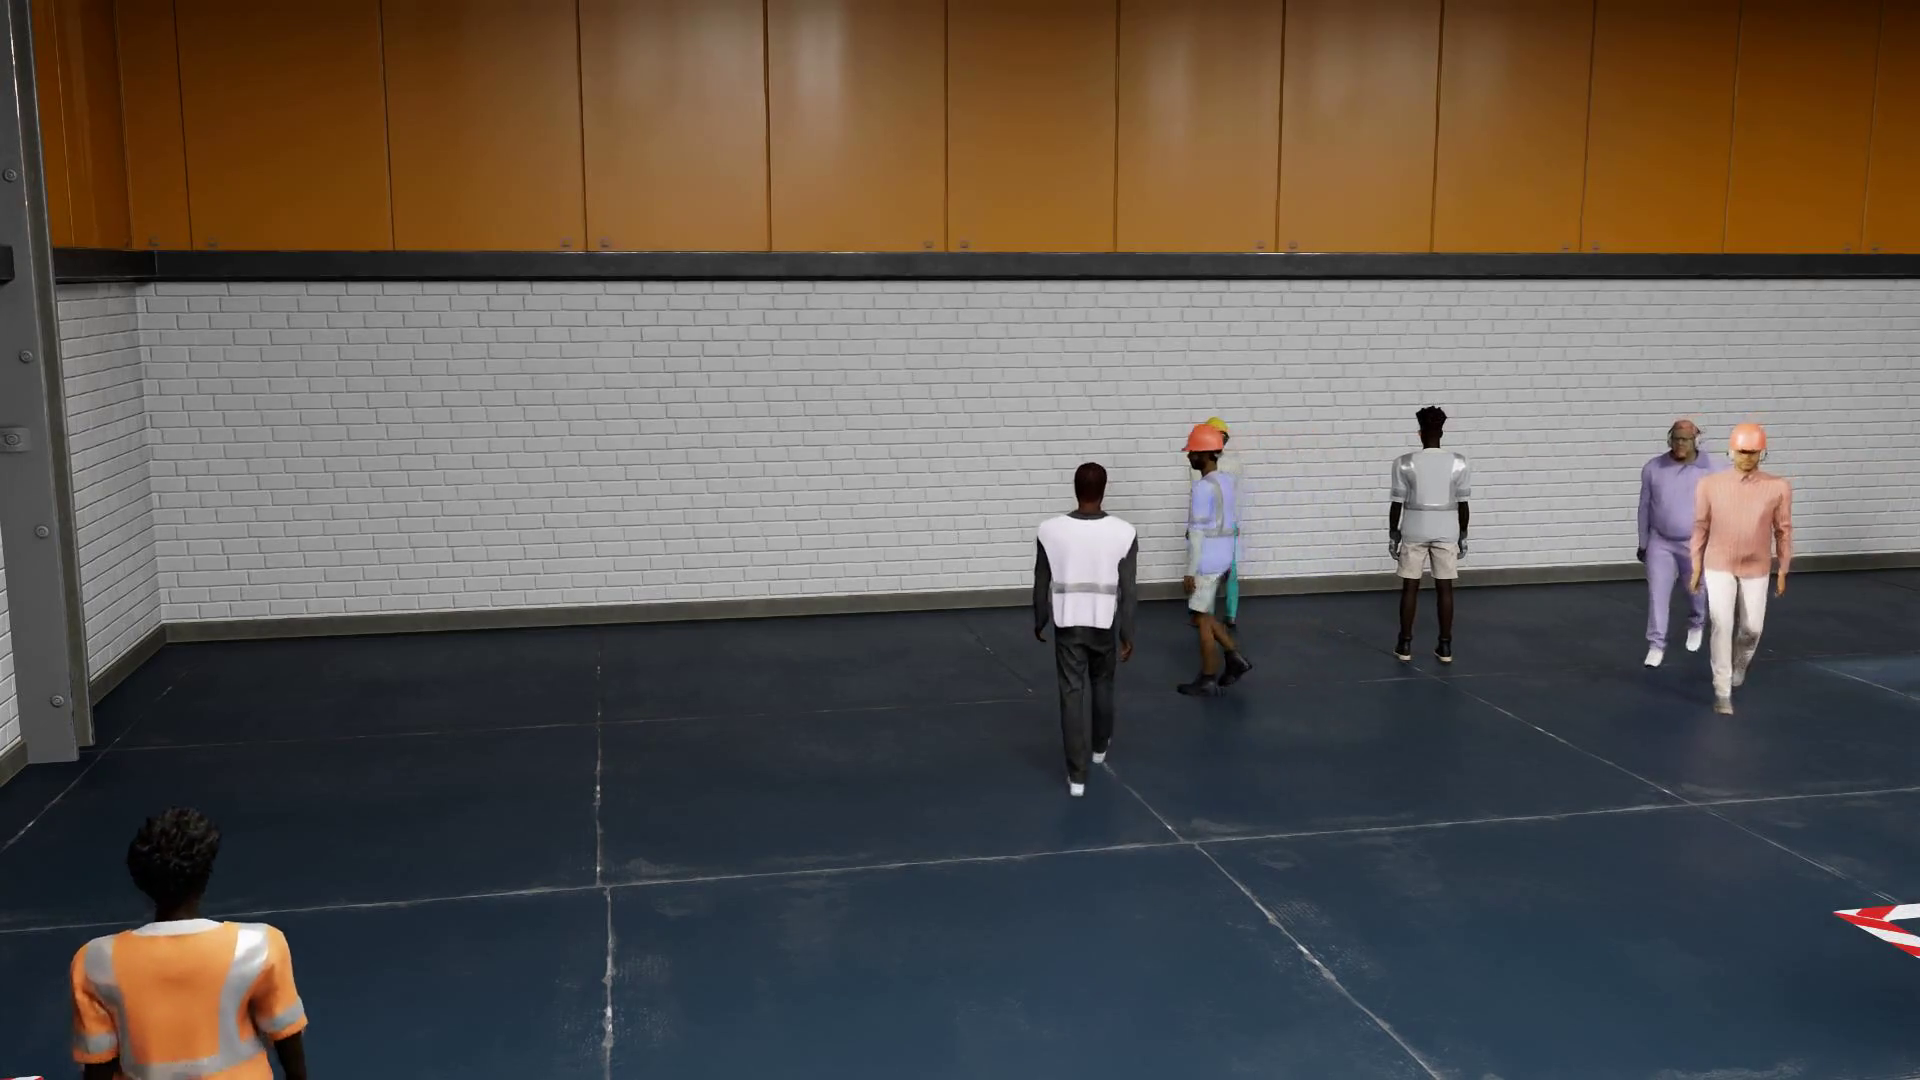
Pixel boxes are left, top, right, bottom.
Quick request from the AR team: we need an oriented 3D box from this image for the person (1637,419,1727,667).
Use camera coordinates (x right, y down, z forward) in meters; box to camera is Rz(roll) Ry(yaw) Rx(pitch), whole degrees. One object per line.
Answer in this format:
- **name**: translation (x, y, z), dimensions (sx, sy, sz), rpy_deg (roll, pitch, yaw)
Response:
- **person**: translation (5.542, -0.007, 12.770), dimensions (0.653, 1.870, 0.969), rpy_deg (6, 11, 32)

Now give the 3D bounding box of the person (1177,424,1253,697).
- **person**: translation (1.736, 0.153, 11.624), dimensions (0.445, 1.924, 0.552), rpy_deg (4, 10, 24)

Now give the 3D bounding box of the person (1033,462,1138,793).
- **person**: translation (0.732, 0.477, 9.790), dimensions (0.595, 1.876, 0.949), rpy_deg (0, 9, 1)

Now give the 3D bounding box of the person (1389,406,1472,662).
- **person**: translation (3.579, -0.045, 12.708), dimensions (0.608, 1.958, 0.365), rpy_deg (2, 9, 10)

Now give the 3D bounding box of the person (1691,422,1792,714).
- **person**: translation (5.352, 0.160, 11.425), dimensions (0.622, 1.972, 0.822), rpy_deg (4, 10, 21)

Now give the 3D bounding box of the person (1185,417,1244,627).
- **person**: translation (2.113, -0.140, 13.867), dimensions (0.533, 1.767, 0.327), rpy_deg (-4, 10, -24)

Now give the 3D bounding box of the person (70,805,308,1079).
- **person**: translation (-1.943, 1.496, 4.230), dimensions (0.539, 1.656, 0.862), rpy_deg (-2, 10, -12)
